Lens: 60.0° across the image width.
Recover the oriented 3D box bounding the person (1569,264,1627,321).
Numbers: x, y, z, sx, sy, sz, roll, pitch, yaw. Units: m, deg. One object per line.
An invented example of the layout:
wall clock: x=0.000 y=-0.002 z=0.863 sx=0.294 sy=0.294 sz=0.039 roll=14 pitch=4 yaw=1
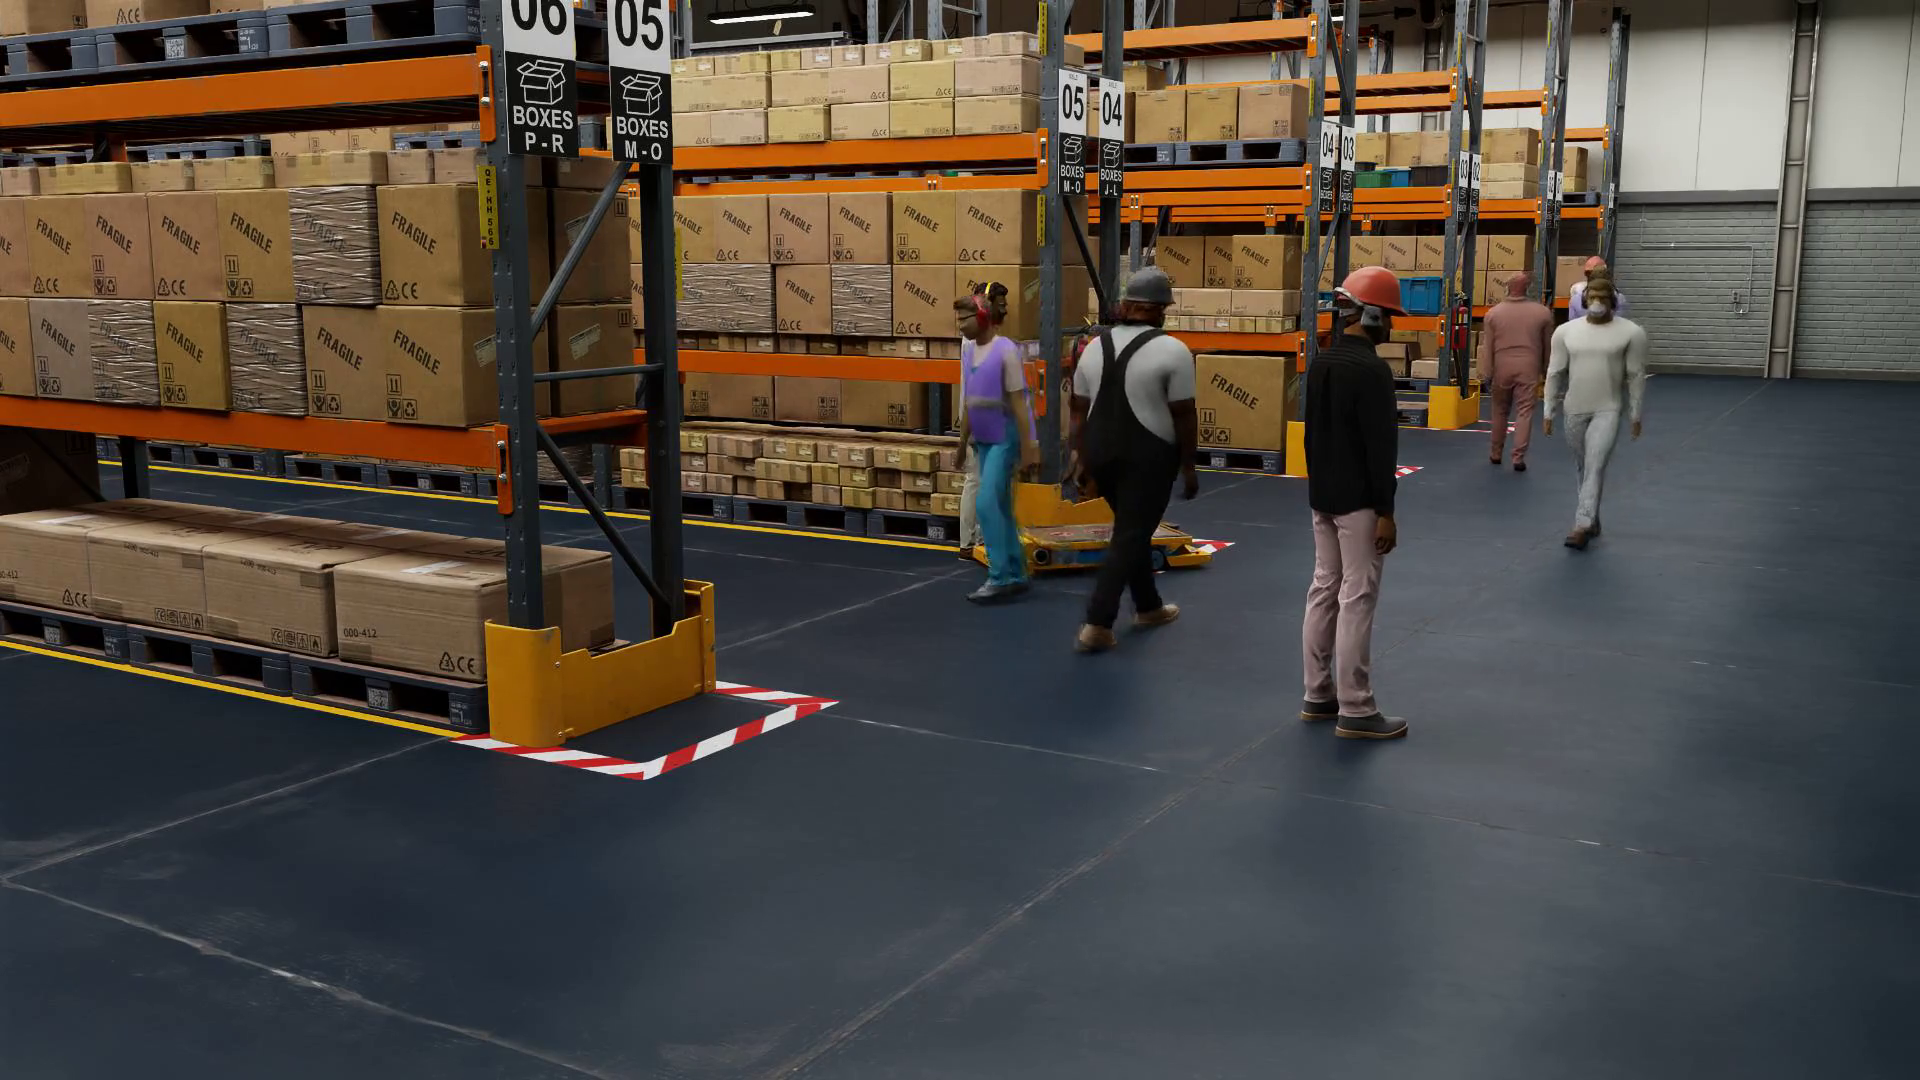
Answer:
person: x=7.168 y=-2.129 z=18.744 sx=0.627 sy=1.940 sz=0.372 roll=6 pitch=11 yaw=32

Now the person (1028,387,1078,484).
person: x=0.649 y=-1.478 z=14.781 sx=0.969 sy=2.010 sz=0.596 roll=4 pitch=10 yaw=22

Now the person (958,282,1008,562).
person: x=0.167 y=-0.780 z=11.090 sx=0.333 sy=1.860 sz=0.509 roll=3 pitch=10 yaw=17

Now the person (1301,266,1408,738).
person: x=1.684 y=-0.159 z=7.075 sx=0.392 sy=1.986 sz=0.609 roll=-3 pitch=10 yaw=-17

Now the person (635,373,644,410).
person: x=-3.660 y=-2.045 z=18.293 sx=0.467 sy=1.925 sz=0.644 roll=6 pitch=11 yaw=31

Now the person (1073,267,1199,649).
person: x=0.903 y=-0.467 z=8.721 sx=0.990 sy=2.000 sz=0.696 roll=-9 pitch=13 yaw=-43

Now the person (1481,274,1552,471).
person: x=5.340 y=-1.617 z=15.975 sx=0.645 sy=1.865 sz=0.865 roll=4 pitch=10 yaw=20

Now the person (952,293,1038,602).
person: x=0.154 y=-0.541 z=9.826 sx=0.617 sy=1.806 sz=0.669 roll=-5 pitch=11 yaw=-26

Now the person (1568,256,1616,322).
person: x=8.610 y=-2.854 z=22.755 sx=0.641 sy=2.012 sz=0.832 roll=6 pitch=11 yaw=31

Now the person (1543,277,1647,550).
person: x=4.453 y=-0.899 z=11.712 sx=0.644 sy=1.883 sz=1.042 roll=6 pitch=12 yaw=33

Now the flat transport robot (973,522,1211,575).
flat transport robot: x=0.859 y=0.044 z=10.901 sx=1.431 sy=0.197 sz=0.652 roll=-3 pitch=10 yaw=-16
